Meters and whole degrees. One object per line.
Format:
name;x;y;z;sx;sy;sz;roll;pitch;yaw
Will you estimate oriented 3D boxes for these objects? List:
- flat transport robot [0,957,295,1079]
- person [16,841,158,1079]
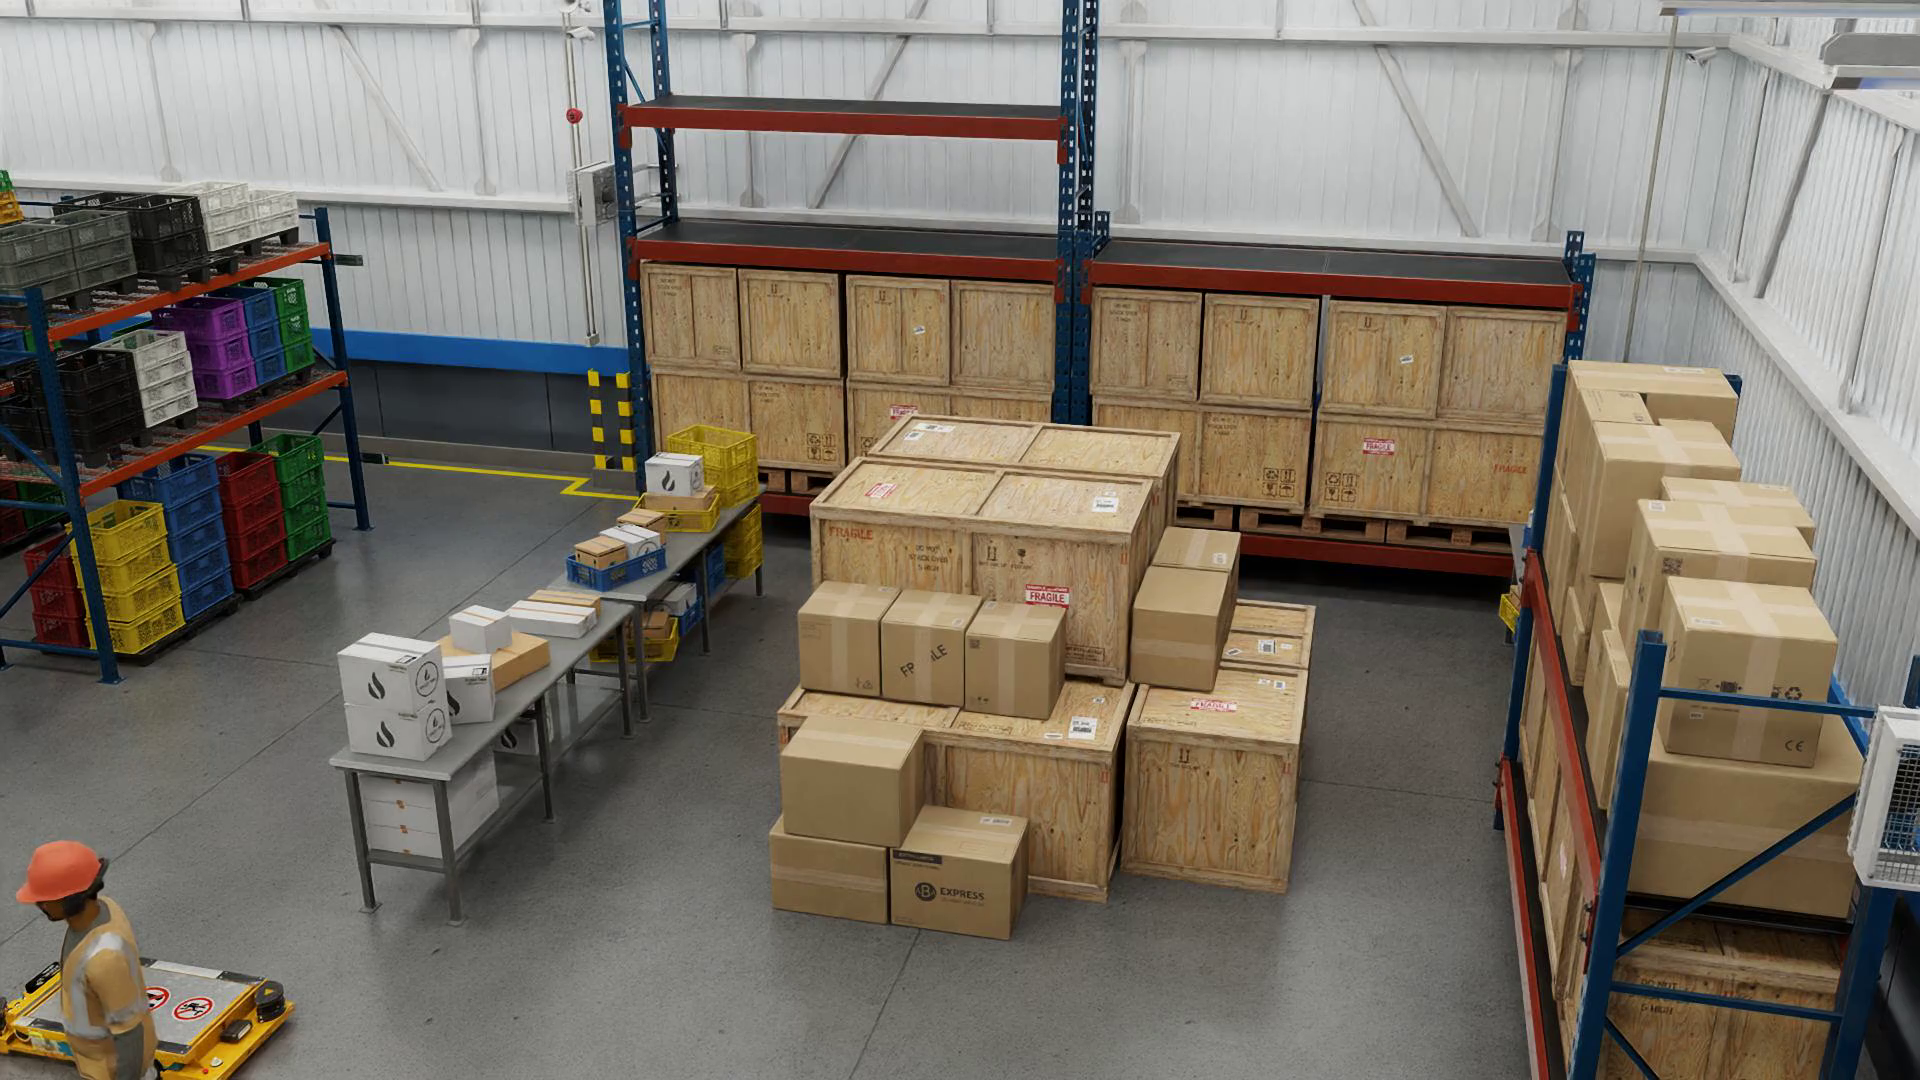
flat transport robot;-4.270;2.464;8.601;1.431;0.231;0.659;5;22;13
person;-3.555;2.152;6.937;0.379;2.039;0.615;-14;25;-32
